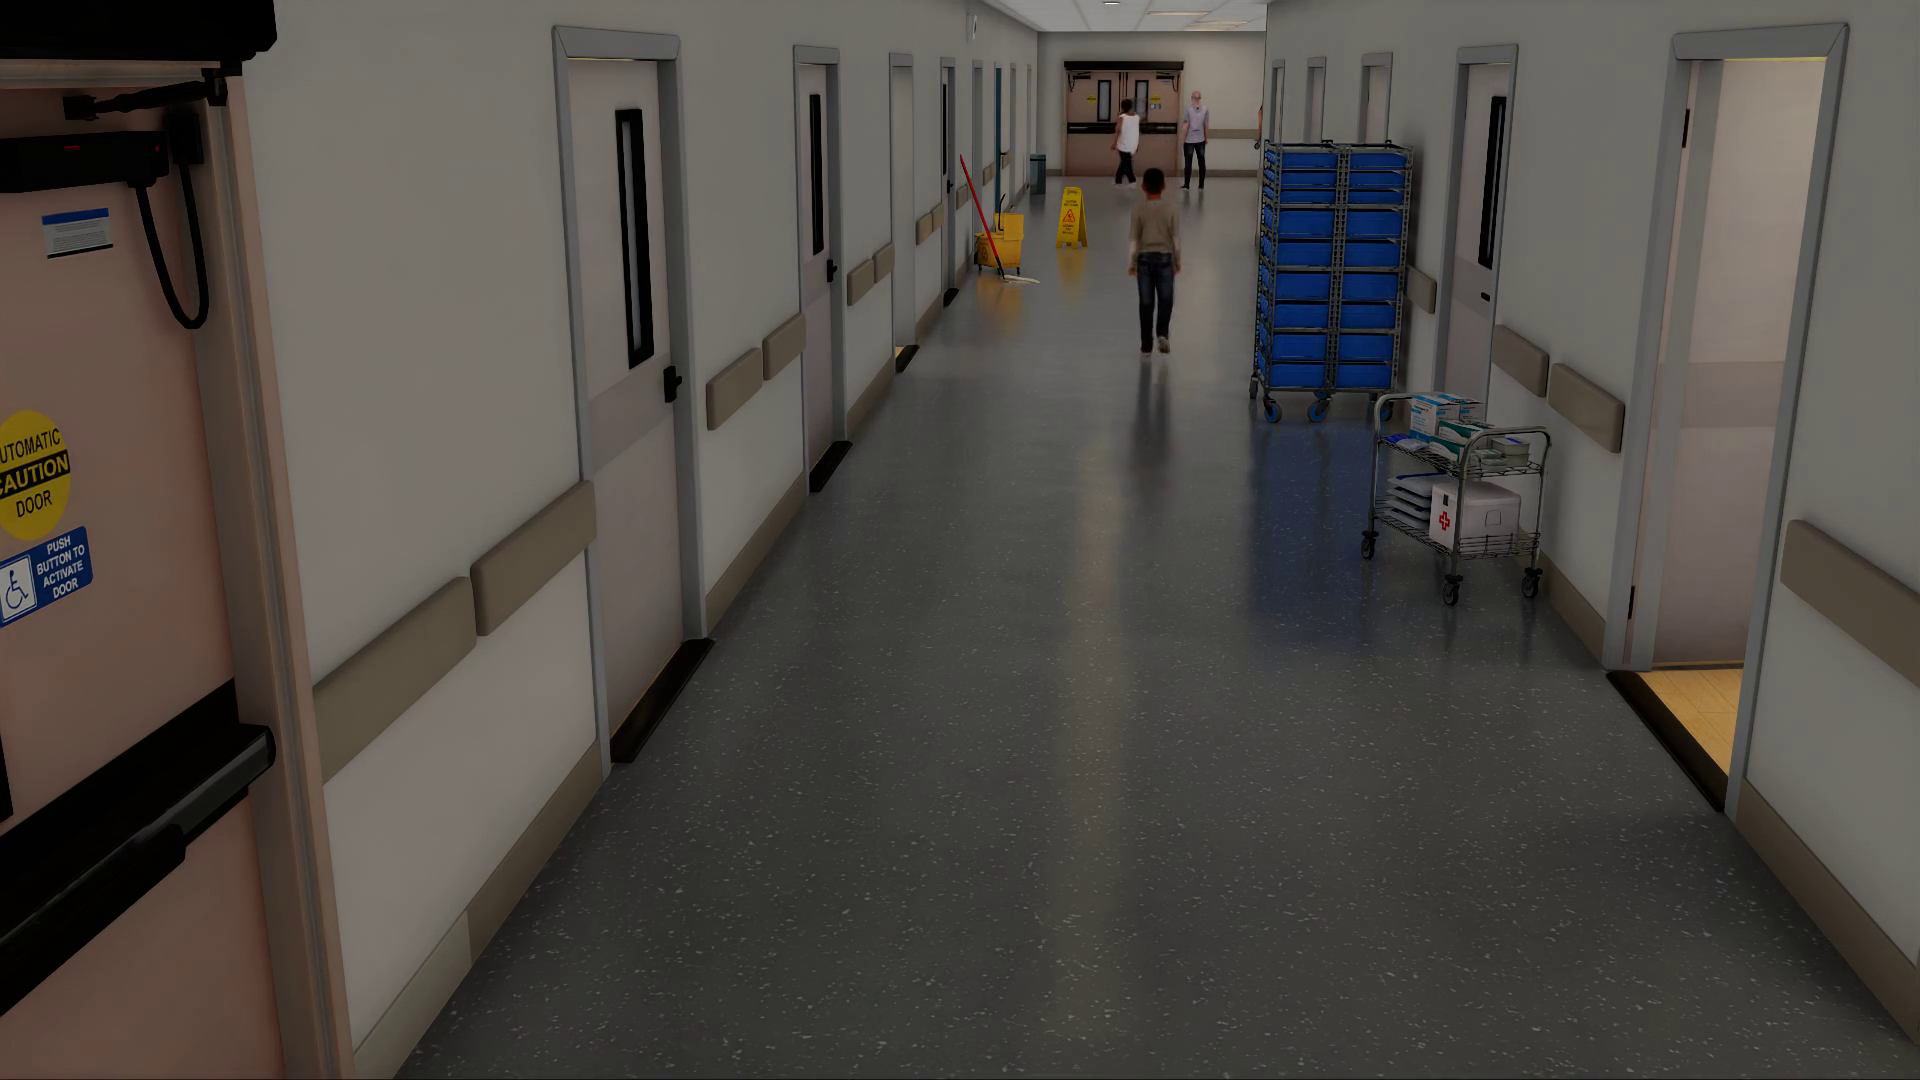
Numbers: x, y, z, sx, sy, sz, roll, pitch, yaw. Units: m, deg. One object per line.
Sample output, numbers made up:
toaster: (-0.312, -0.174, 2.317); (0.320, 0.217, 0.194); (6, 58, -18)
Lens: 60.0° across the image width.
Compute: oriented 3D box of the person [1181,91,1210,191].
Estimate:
person: (4.458, -7.594, 31.581); (0.725, 1.838, 0.681); (-3, 16, -11)

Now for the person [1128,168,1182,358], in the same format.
person: (1.523, -2.144, 12.952); (0.575, 1.458, 0.628); (1, 16, 3)

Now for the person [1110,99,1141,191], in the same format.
person: (3.143, -7.378, 31.161); (1.087, 1.652, 1.178); (-11, 19, -34)
